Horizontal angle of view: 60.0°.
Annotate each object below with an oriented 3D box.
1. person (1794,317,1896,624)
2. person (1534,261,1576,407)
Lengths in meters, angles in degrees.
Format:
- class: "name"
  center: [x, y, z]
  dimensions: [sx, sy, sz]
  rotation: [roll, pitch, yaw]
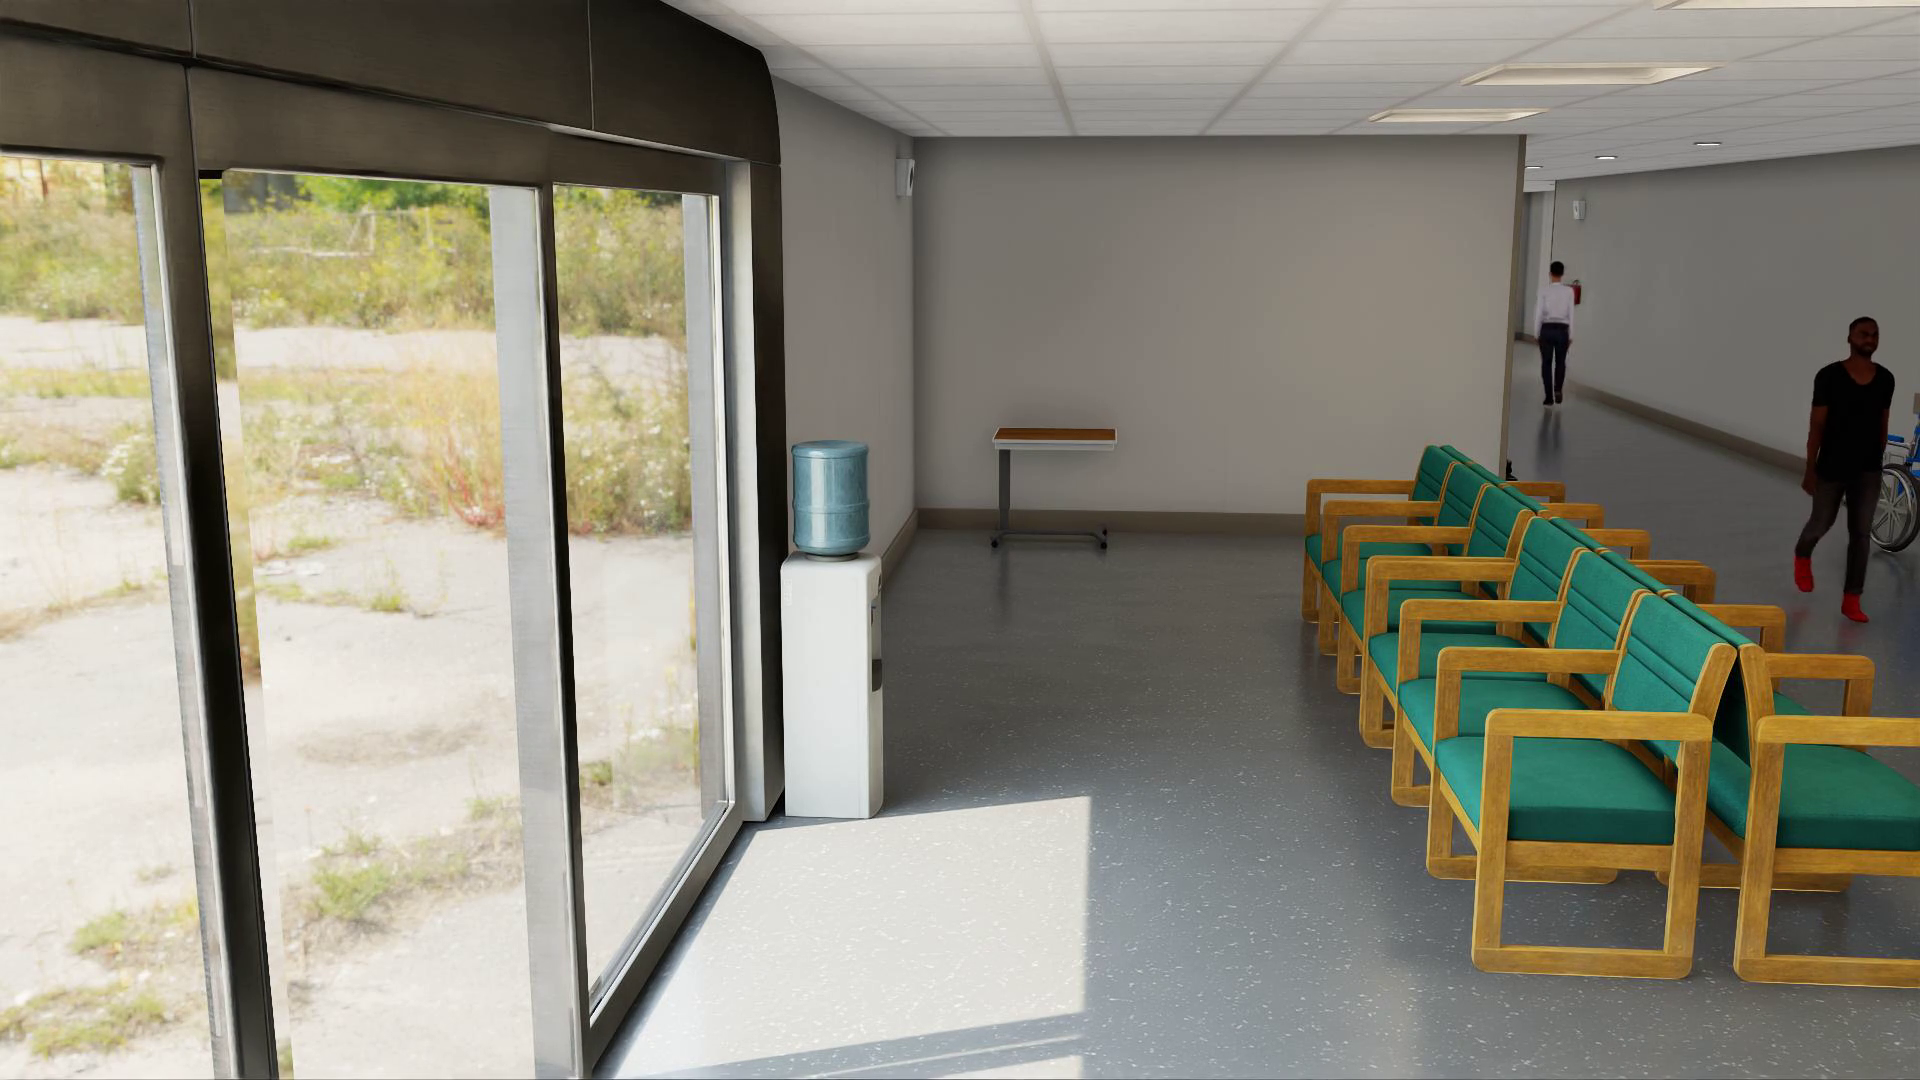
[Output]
- class: "person"
  center: [5.350, -0.443, 10.121]
  dimensions: [1.081, 1.778, 0.751]
  rotation: [1, 11, 7]
- class: "person"
  center: [7.692, -2.656, 21.463]
  dimensions: [0.595, 1.861, 0.699]
  rotation: [2, 11, 8]
